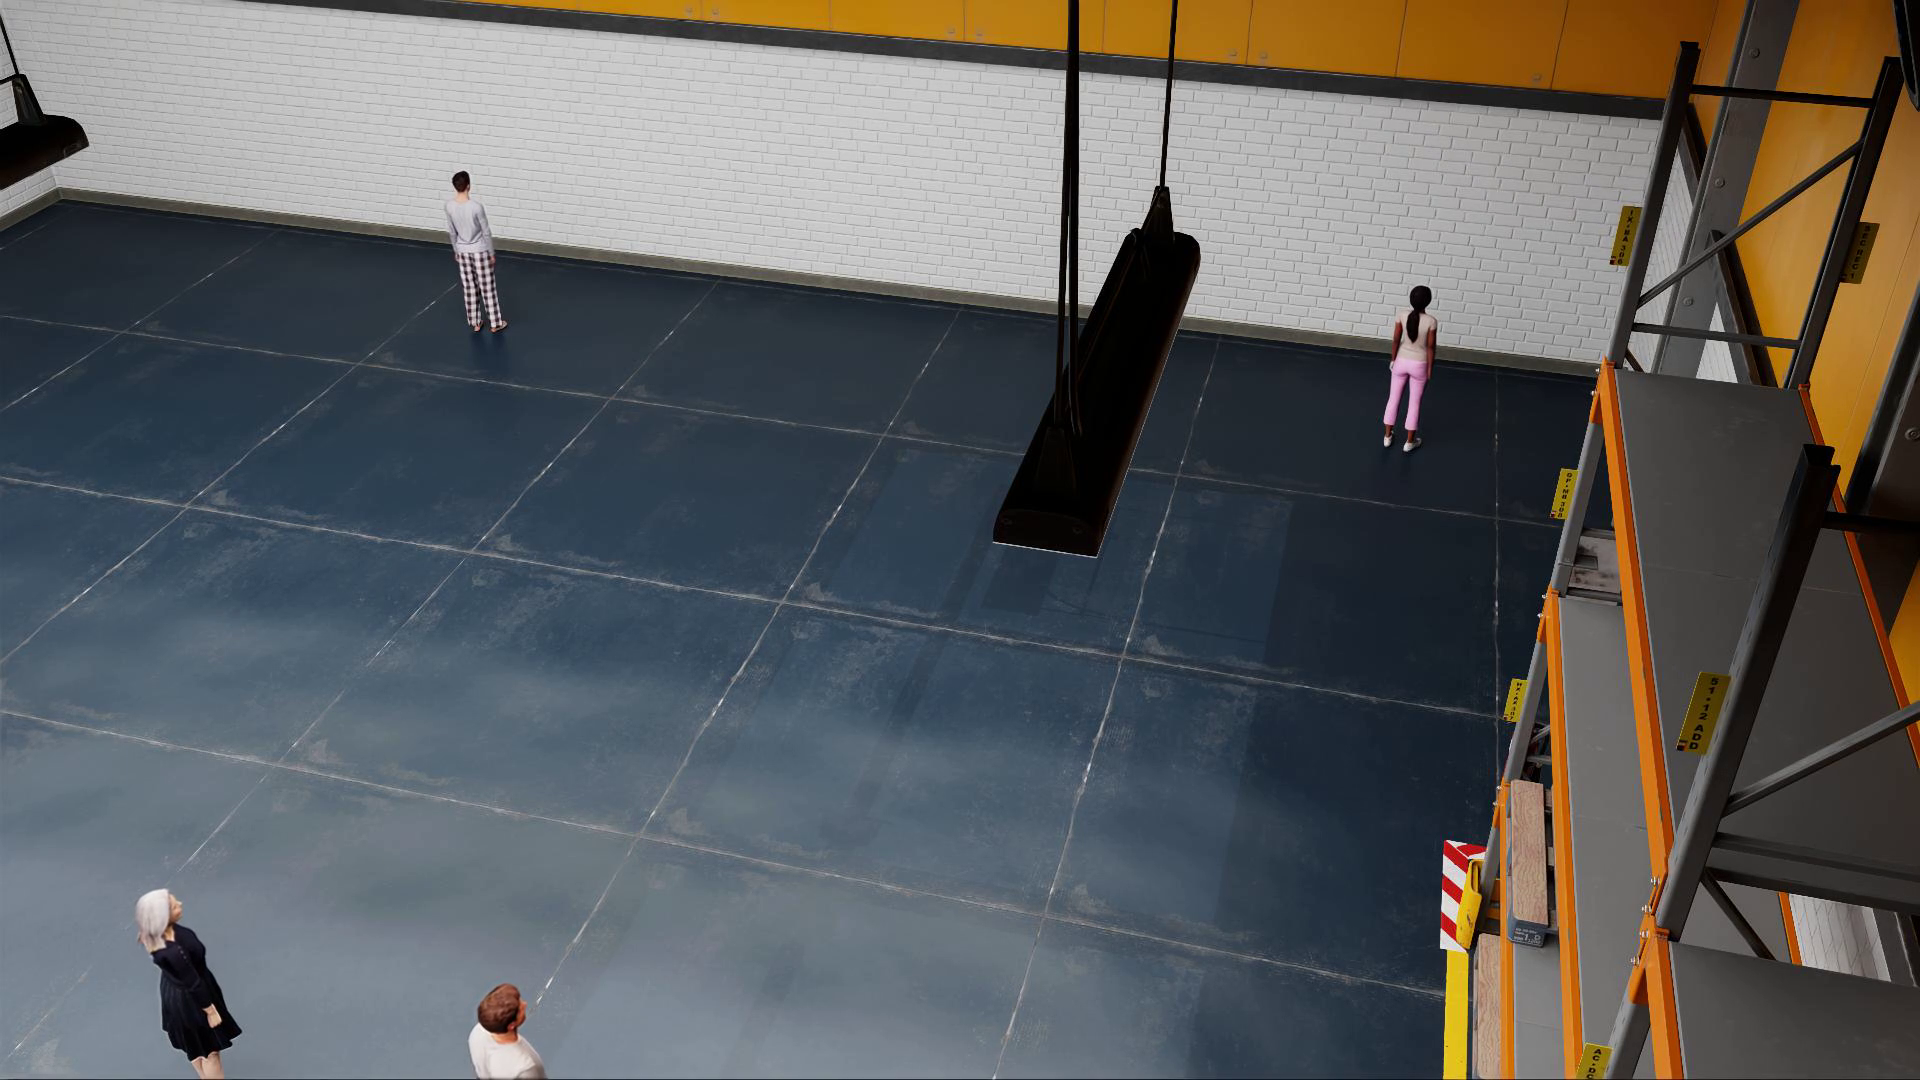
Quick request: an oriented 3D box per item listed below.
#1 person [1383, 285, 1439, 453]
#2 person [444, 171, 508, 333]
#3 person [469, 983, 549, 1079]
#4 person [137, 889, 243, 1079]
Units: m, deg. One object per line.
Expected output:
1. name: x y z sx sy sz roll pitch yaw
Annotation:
1. person: 4.396 -1.686 16.218 0.634 1.740 0.603 19 38 26
2. person: -5.368 -3.173 18.358 0.644 1.847 0.563 5 34 7
3. person: -2.342 3.083 8.896 0.757 1.903 0.731 25 41 33
4. person: -4.452 2.673 9.654 0.697 1.746 0.714 27 42 35
